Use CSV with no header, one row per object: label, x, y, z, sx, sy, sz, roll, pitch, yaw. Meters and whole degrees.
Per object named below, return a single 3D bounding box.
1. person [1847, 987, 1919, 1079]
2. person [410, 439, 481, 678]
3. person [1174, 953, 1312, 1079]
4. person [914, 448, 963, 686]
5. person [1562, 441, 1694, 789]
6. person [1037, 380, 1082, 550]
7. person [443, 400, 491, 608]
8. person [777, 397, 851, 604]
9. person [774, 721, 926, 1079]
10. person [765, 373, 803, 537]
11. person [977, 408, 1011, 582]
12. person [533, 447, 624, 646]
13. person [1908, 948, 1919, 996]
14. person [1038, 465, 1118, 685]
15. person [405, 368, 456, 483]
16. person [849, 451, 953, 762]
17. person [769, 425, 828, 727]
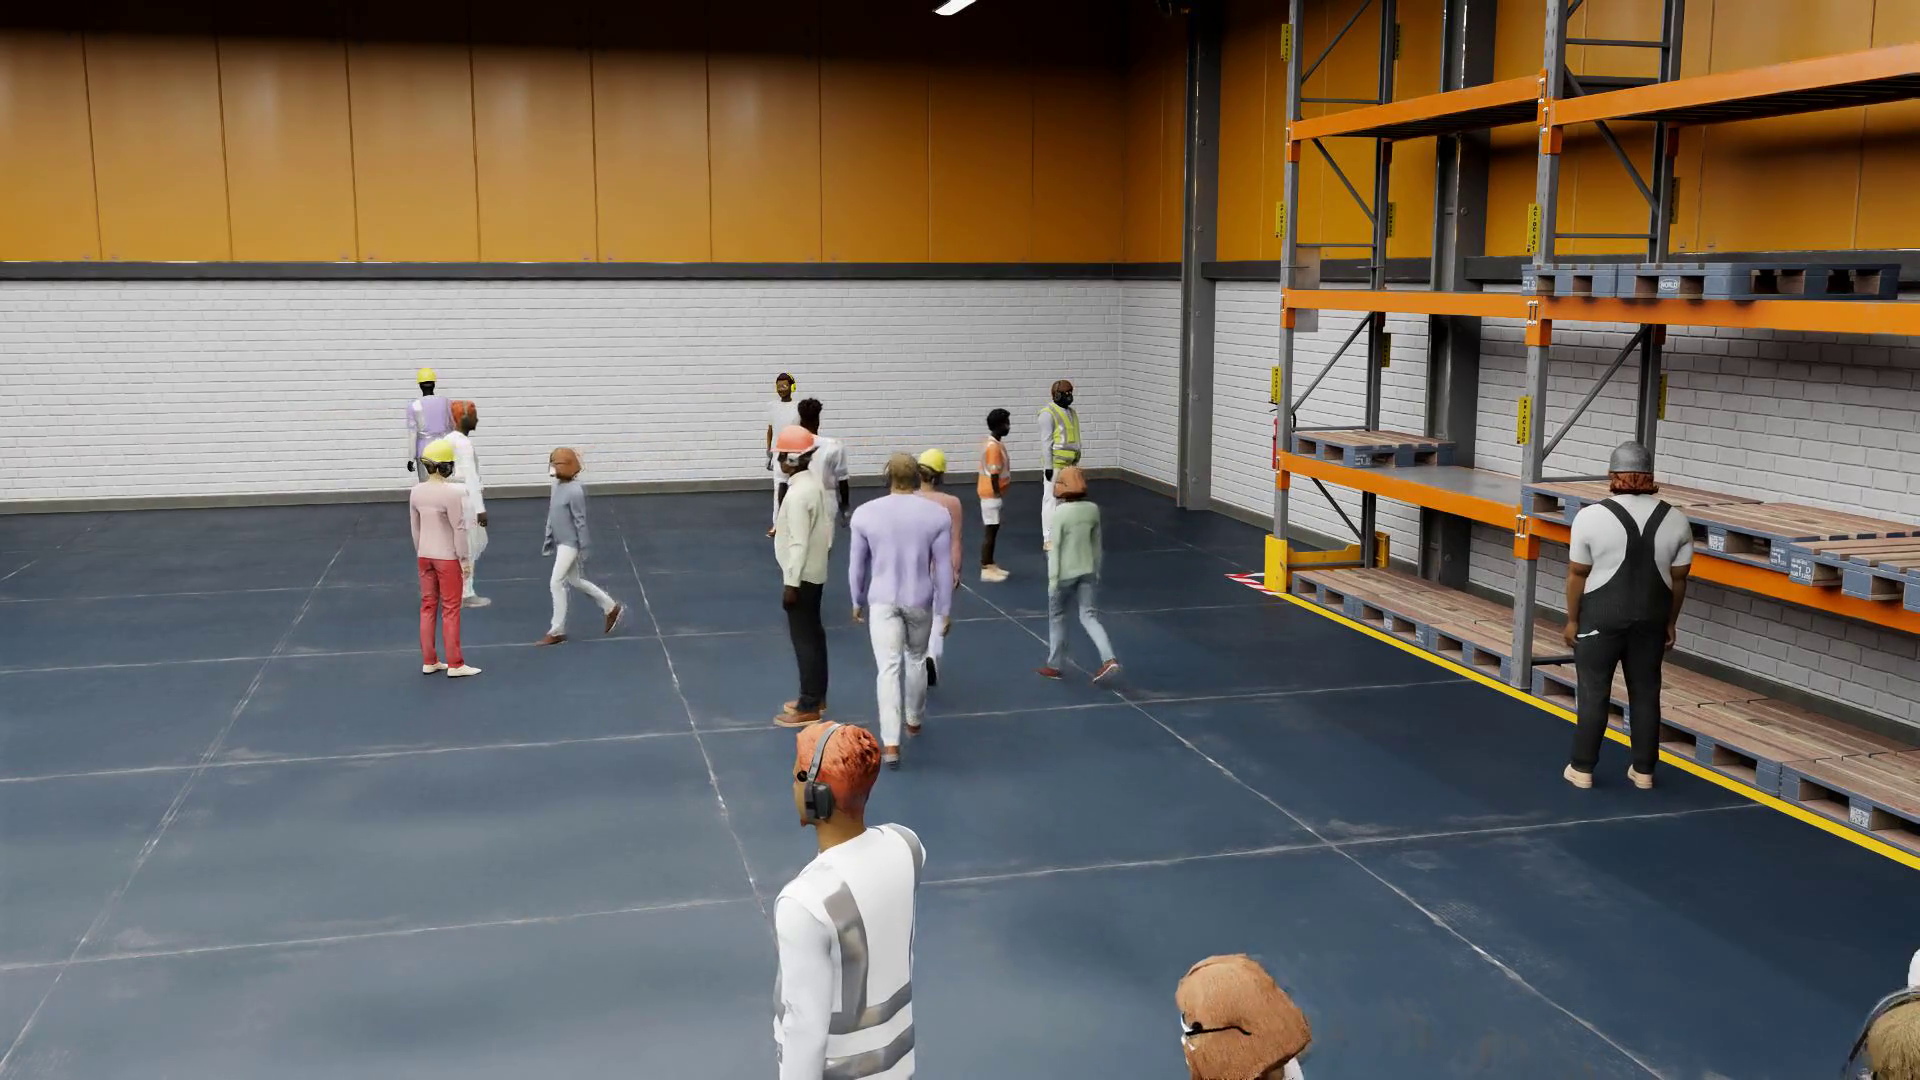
person,1.510,1.642,2.603,0.921,1.876,0.705,-4,10,-25
person,-3.826,0.140,12.305,0.525,1.769,0.312,5,10,29
person,0.555,1.628,3.520,0.816,1.589,0.521,1,9,9
person,-0.261,0.213,11.925,0.555,1.743,0.551,1,9,6
person,3.833,0.424,9.672,0.682,2.000,0.535,0,9,1
person,1.095,-0.807,17.975,0.430,1.845,0.619,6,11,33
person,-4.380,-0.314,14.812,0.413,1.868,0.589,-5,10,-27
person,-1.277,-0.261,14.351,0.607,1.922,0.967,1,9,7
person,-0.300,1.377,4.223,0.355,1.883,0.575,4,10,25
person,-1.969,-0.953,18.803,0.508,1.872,0.329,2,9,14
person,0.331,-0.433,16.132,0.327,1.687,0.538,1,9,4
person,-3.110,0.030,13.487,0.755,1.610,0.491,-5,11,-30
person,2.395,1.477,3.774,0.521,1.825,0.793,1,9,4
person,0.872,0.263,12.063,0.529,1.604,0.733,-6,11,-35
person,-5.989,-0.984,18.825,0.373,1.922,0.593,9,13,44
person,-0.362,0.399,10.329,0.637,1.897,0.990,-1,9,-6
person,-1.060,0.234,11.003,0.395,1.992,0.622,1,9,7
